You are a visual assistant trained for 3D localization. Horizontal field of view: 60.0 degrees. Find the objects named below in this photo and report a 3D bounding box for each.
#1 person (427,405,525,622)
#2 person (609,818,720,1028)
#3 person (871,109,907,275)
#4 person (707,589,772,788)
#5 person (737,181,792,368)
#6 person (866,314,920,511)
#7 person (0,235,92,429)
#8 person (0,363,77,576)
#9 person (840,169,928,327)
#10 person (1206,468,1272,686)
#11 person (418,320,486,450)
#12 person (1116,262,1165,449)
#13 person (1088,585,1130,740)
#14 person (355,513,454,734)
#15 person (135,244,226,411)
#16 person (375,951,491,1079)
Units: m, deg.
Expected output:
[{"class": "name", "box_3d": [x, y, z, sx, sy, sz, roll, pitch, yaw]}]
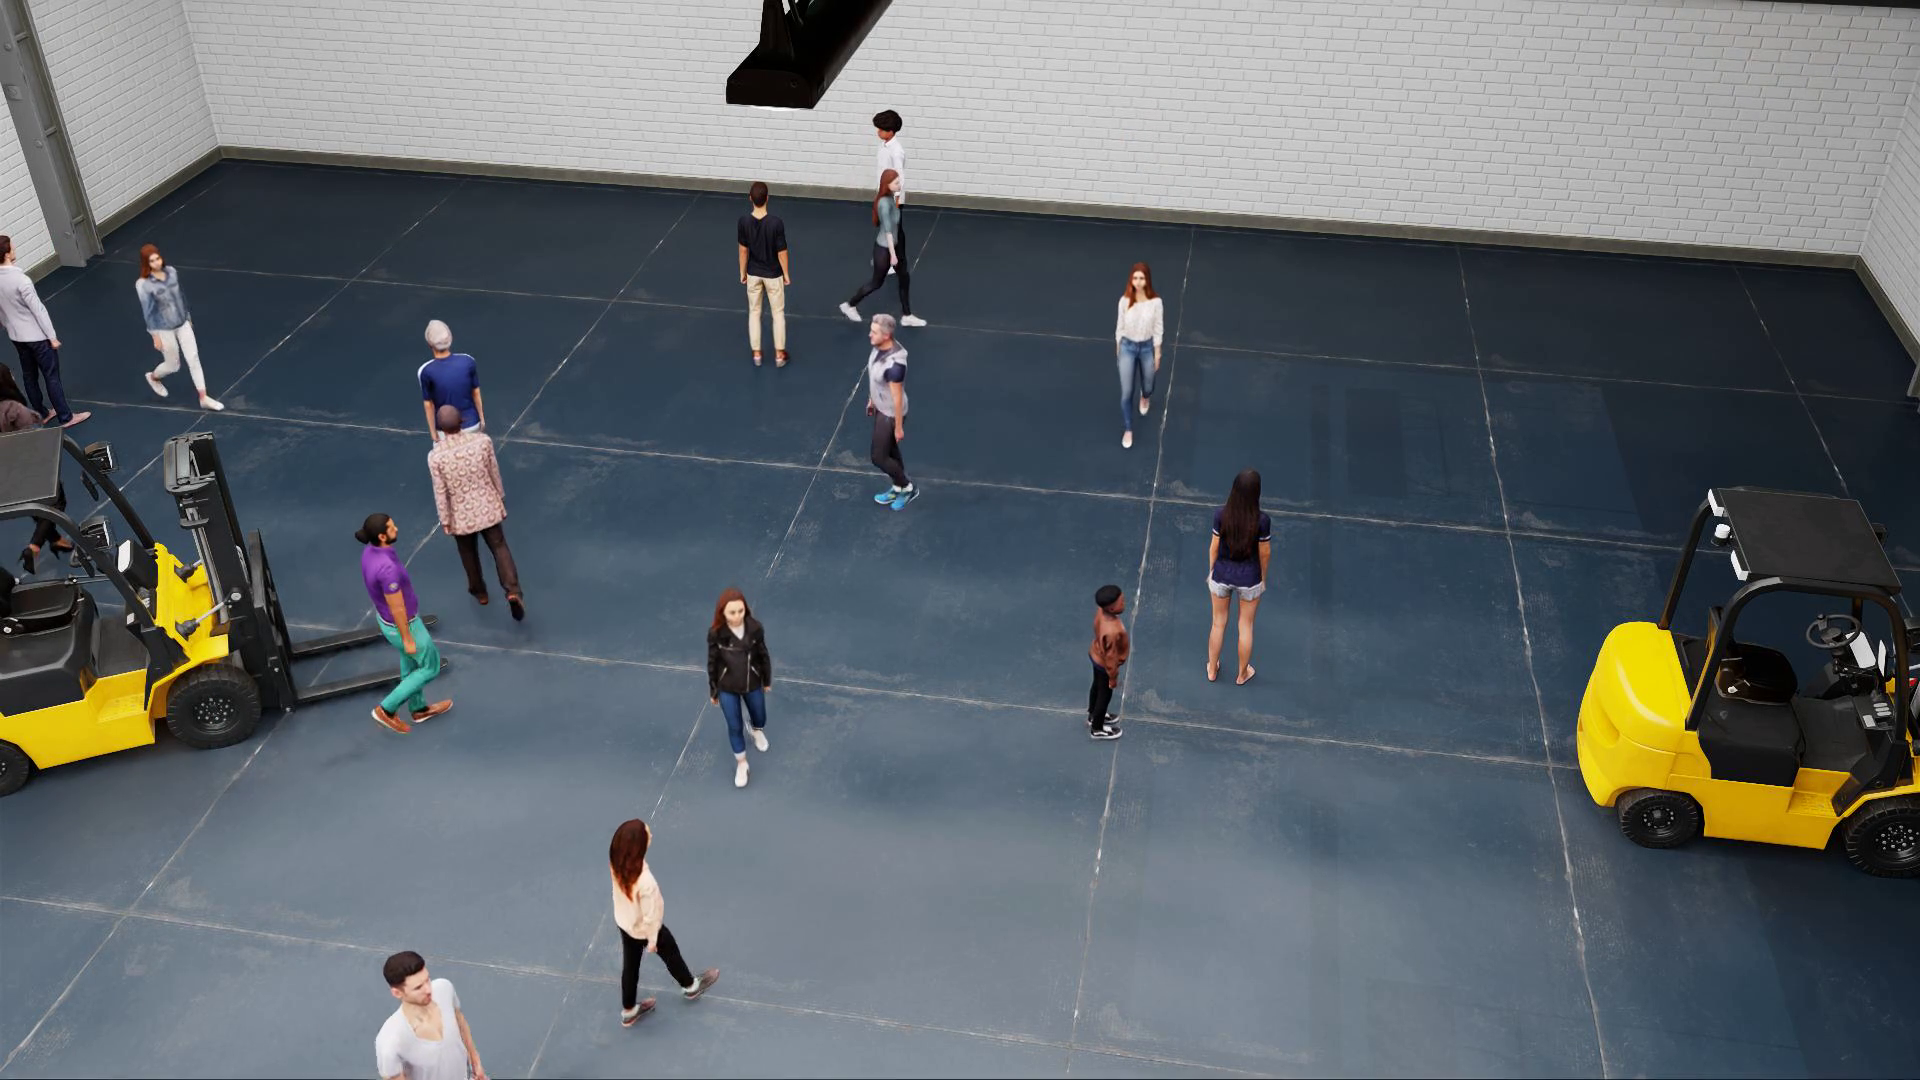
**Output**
[{"class": "person", "box_3d": [-3.652, -0.182, 12.610, 1.058, 1.786, 1.147, -19, 38, -26]}, {"class": "person", "box_3d": [-1.849, 2.181, 9.352, 0.830, 1.457, 0.938, 28, 42, 35]}, {"class": "person", "box_3d": [-0.752, -3.782, 18.005, 0.775, 1.810, 0.689, -16, 37, -23]}, {"class": "person", "box_3d": [-1.493, 0.933, 11.214, 0.735, 1.474, 0.831, -8, 34, -12]}, {"class": "person", "box_3d": [-1.895, -2.573, 16.148, 0.644, 1.851, 0.557, 4, 34, 6]}, {"class": "person", "box_3d": [-0.499, -1.080, 13.938, 0.862, 1.811, 0.743, -8, 35, -12]}, {"class": "person", "box_3d": [-8.470, -1.892, 15.122, 0.714, 1.852, 0.618, 11, 35, 16]}, {"class": "person", "box_3d": [-7.402, -0.513, 13.075, 0.667, 1.823, 0.934, 8, 34, 12]}, {"class": "person", "box_3d": [-0.821, -2.896, 16.767, 0.631, 1.704, 1.041, 4, 34, 7]}, {"class": "person", "box_3d": [1.982, 0.275, 11.942, 0.606, 1.764, 0.559, 10, 35, 14]}, {"class": "person", "box_3d": [-4.108, -0.924, 13.690, 0.896, 1.826, 0.967, -19, 38, -26]}, {"class": "person", "box_3d": [1.611, -1.724, 14.990, 0.565, 1.718, 0.897, 6, 34, 9]}, {"class": "person", "box_3d": [1.006, 0.831, 11.567, 0.626, 1.253, 0.500, -5, 34, -7]}, {"class": "person", "box_3d": [-3.934, 0.609, 11.442, 0.942, 1.761, 0.889, -19, 38, -26]}, {"class": "person", "box_3d": [-7.364, -1.961, 15.385, 0.864, 1.677, 1.021, 14, 36, 20]}, {"class": "person", "box_3d": [-2.669, 2.697, 8.226, 0.838, 1.844, 0.698, 13, 36, 19]}]
